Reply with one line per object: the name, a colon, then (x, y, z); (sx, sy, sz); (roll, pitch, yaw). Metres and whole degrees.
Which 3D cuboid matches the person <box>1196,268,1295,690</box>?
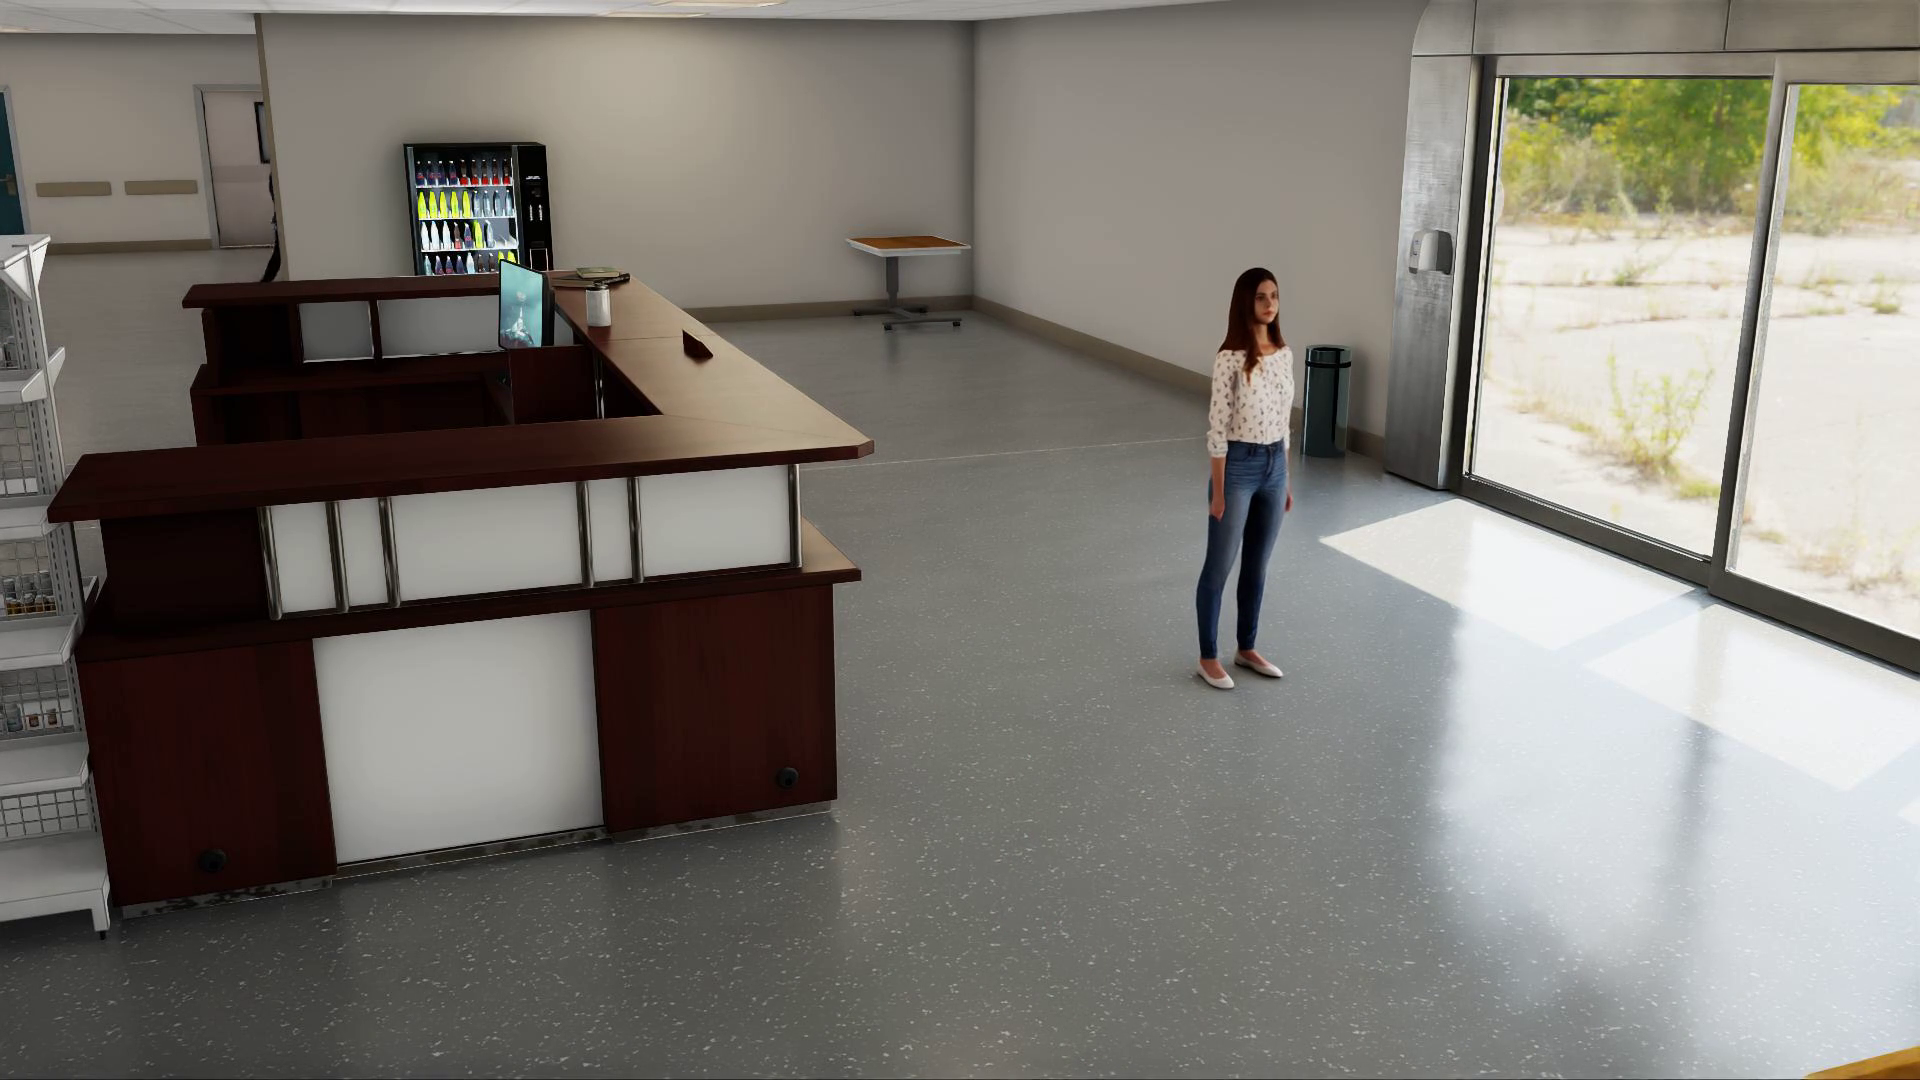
person: (1.188, -0.260, 6.888); (0.485, 1.729, 0.661); (-8, 18, -27)
